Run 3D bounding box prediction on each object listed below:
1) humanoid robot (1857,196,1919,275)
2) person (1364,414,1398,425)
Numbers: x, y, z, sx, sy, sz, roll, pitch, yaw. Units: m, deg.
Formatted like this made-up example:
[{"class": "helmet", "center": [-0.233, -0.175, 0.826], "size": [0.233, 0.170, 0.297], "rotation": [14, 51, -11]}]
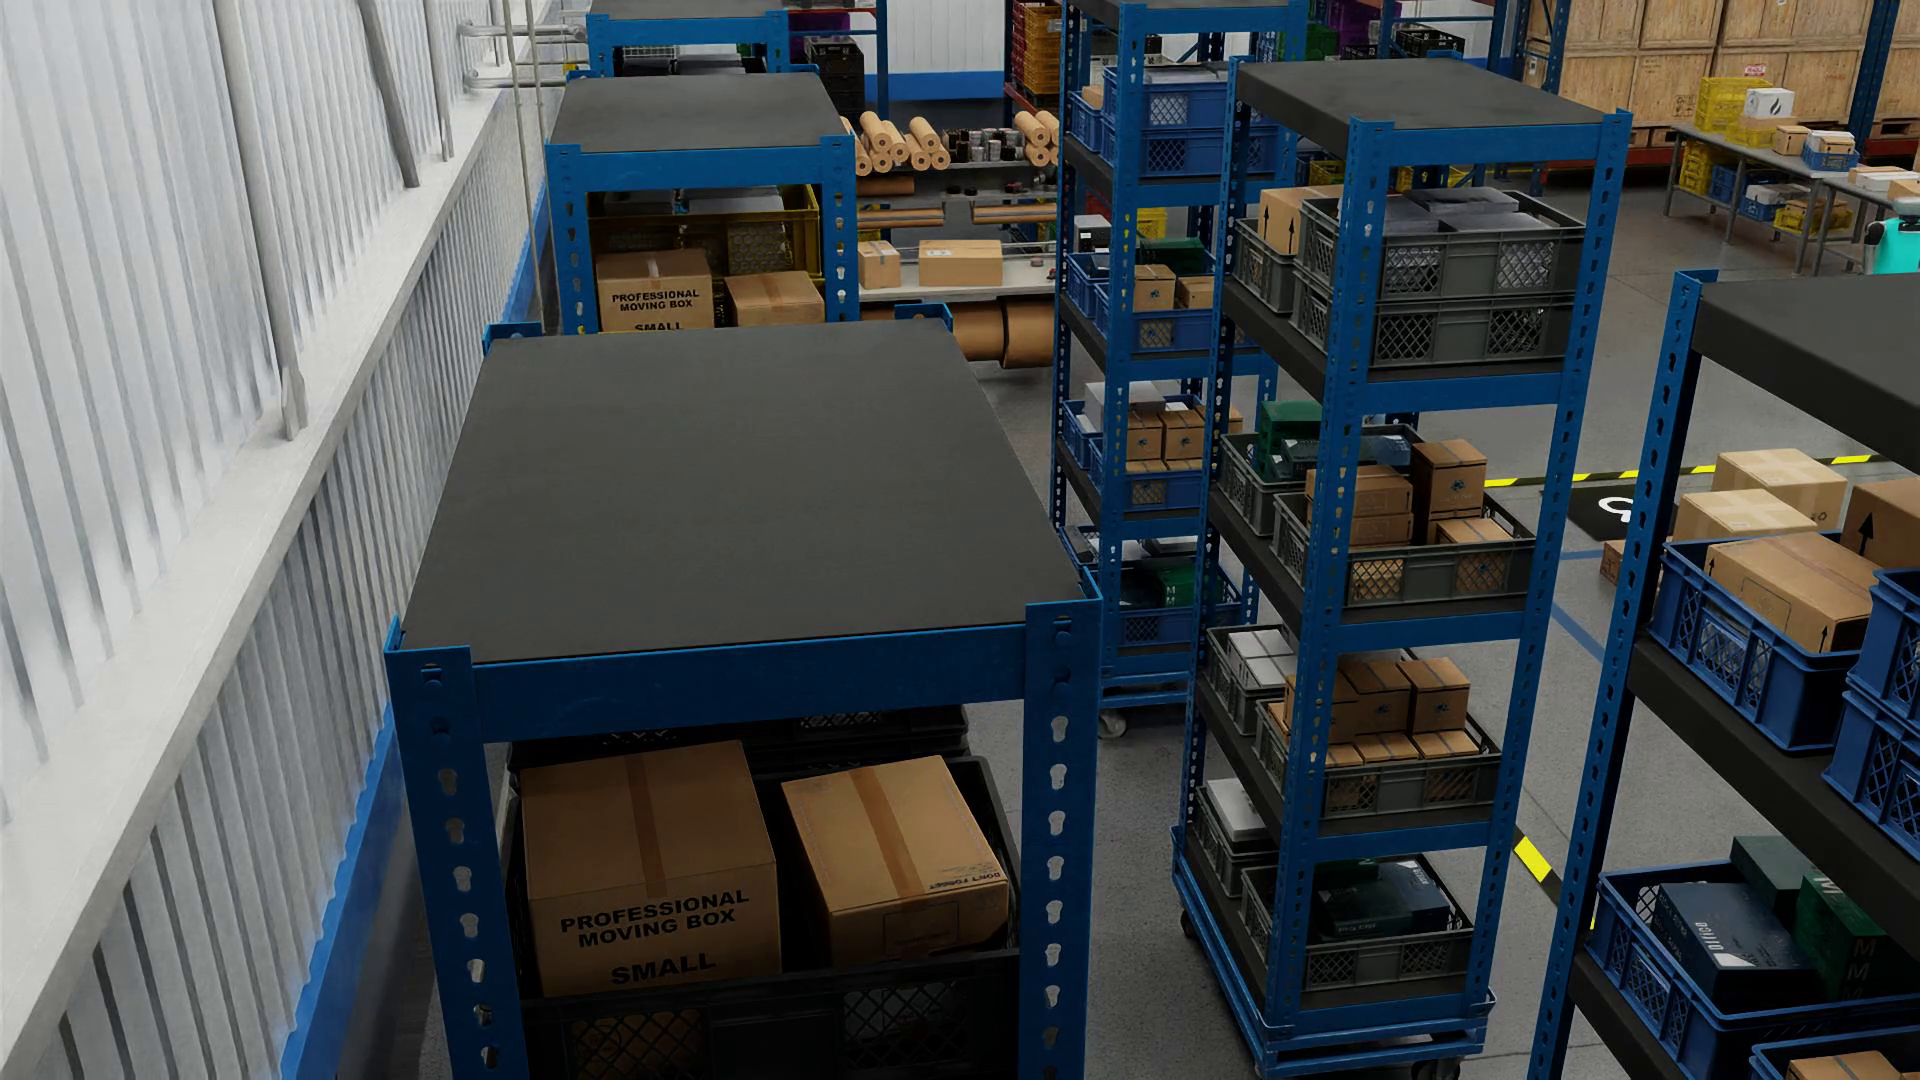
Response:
[{"class": "humanoid robot", "center": [6.648, -1.541, 11.736], "size": [0.533, 1.672, 0.735], "rotation": [1, 25, 2]}, {"class": "person", "center": [1.957, 0.193, 7.990], "size": [0.587, 1.849, 0.395], "rotation": [-2, 25, -5]}]
